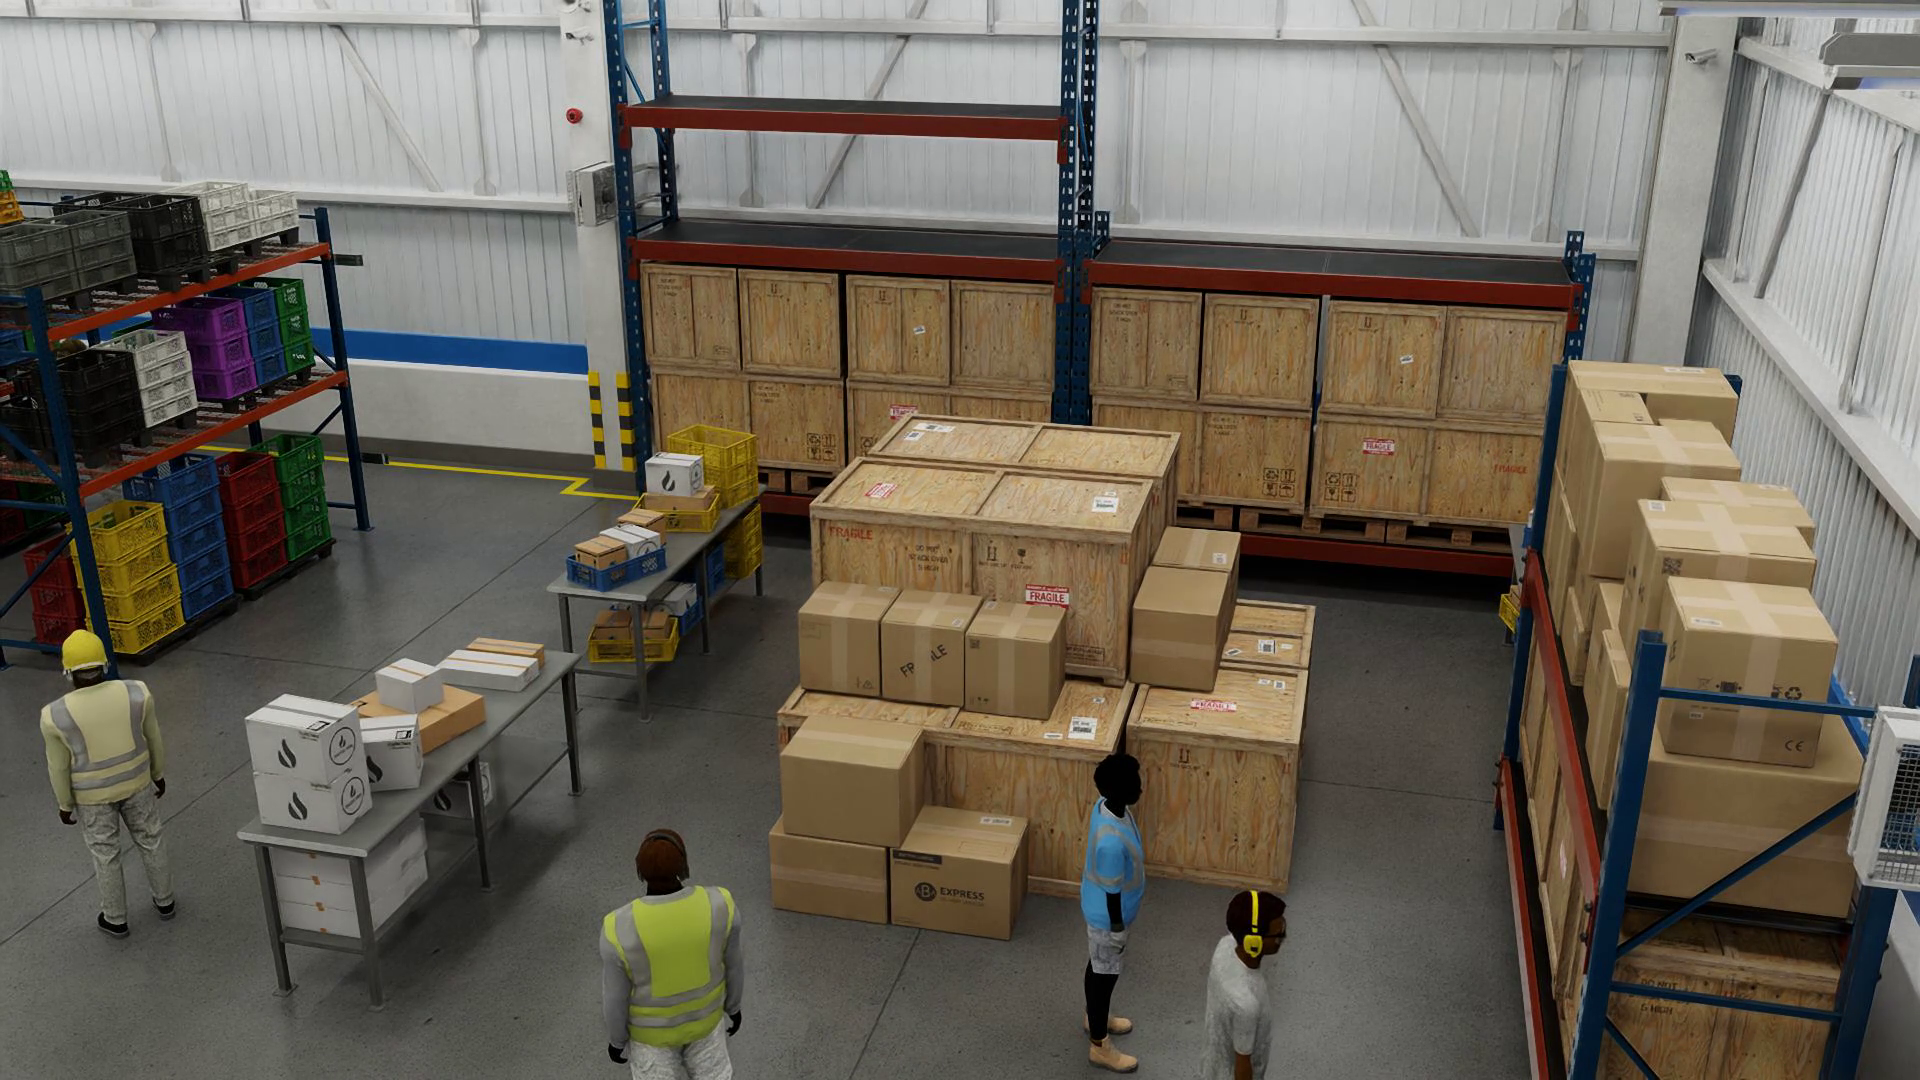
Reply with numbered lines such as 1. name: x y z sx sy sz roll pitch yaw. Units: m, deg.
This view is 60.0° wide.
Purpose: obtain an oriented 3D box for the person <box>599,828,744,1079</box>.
1. person: -1.256 2.104 7.322 0.632 1.839 0.429 -10 23 -24

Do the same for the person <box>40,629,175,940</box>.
1. person: -4.747 1.355 9.291 0.591 1.833 0.403 -19 28 -41

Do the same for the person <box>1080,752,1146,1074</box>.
1. person: 0.756 1.823 8.255 0.318 1.697 0.535 1 21 2

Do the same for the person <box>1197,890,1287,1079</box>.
1. person: 1.151 2.262 6.880 0.332 1.861 0.514 0 21 -1

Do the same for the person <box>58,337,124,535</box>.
1. person: -7.815 -0.900 15.055 0.644 1.935 0.362 15 26 35
